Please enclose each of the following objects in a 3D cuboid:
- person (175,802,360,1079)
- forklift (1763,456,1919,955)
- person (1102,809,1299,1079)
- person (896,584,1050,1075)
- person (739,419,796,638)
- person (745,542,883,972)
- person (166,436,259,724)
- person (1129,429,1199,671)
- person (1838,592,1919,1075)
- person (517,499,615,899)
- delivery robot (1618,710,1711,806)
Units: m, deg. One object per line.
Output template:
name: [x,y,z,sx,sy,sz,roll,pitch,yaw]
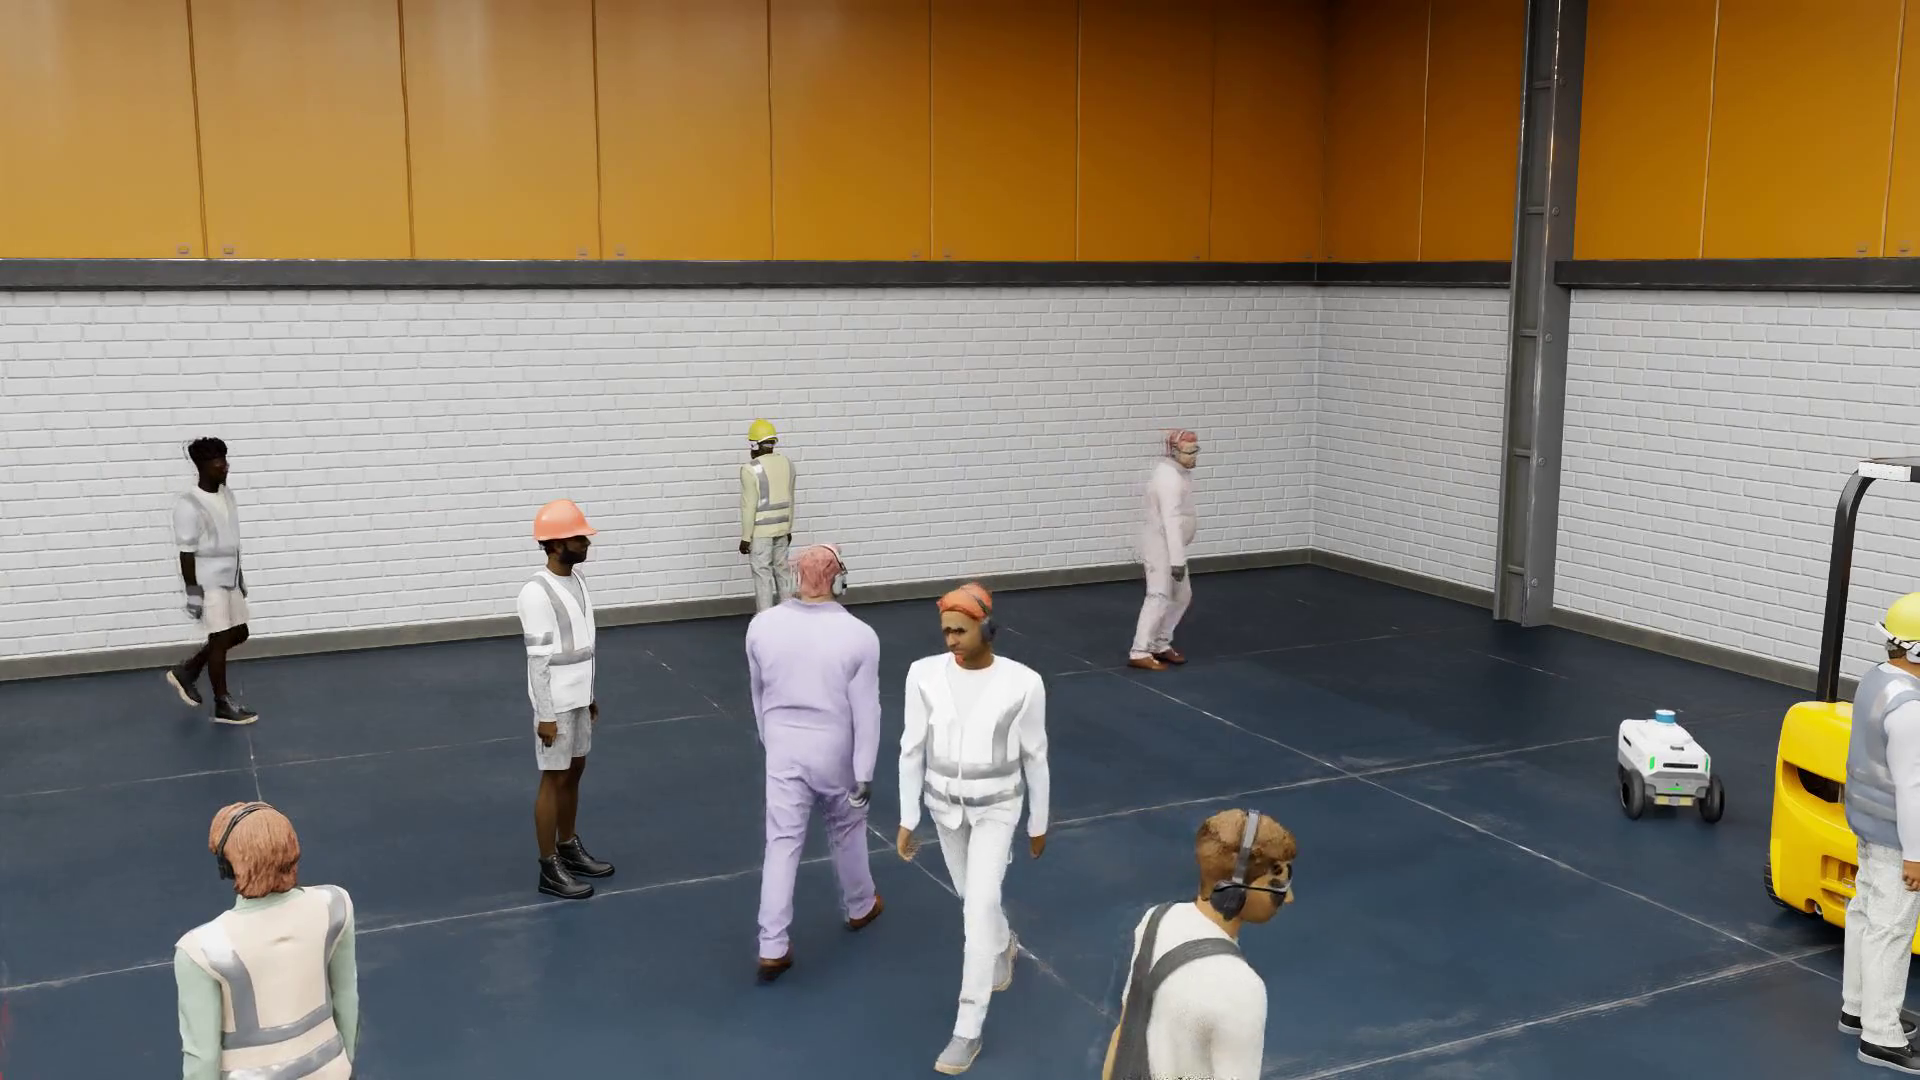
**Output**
person: [-1.836,1.503,4.477,0.314,1.641,0.515,7,11,37]
forklift: [4.857,0.731,7.561,2.313,2.155,1.214,-4,10,-25]
person: [0.570,1.506,3.977,0.906,1.788,0.527,-2,9,-12]
person: [0.082,1.060,6.664,0.564,1.842,1.026,3,10,21]
person: [-1.609,-0.086,13.746,0.404,1.832,0.592,7,11,37]
person: [-0.638,0.934,7.363,0.643,1.863,0.978,2,9,14]
person: [-5.069,0.268,11.167,0.597,1.951,0.621,1,9,5]
person: [1.542,0.084,12.585,0.554,1.867,0.663,2,9,13]
person: [3.620,1.100,6.385,0.404,1.833,0.588,3,9,15]
person: [-1.922,0.765,8.129,0.344,1.942,0.551,2,9,10]
delivery robot: [3.974,1.205,9.401,0.477,0.478,0.707,1,9,8]
